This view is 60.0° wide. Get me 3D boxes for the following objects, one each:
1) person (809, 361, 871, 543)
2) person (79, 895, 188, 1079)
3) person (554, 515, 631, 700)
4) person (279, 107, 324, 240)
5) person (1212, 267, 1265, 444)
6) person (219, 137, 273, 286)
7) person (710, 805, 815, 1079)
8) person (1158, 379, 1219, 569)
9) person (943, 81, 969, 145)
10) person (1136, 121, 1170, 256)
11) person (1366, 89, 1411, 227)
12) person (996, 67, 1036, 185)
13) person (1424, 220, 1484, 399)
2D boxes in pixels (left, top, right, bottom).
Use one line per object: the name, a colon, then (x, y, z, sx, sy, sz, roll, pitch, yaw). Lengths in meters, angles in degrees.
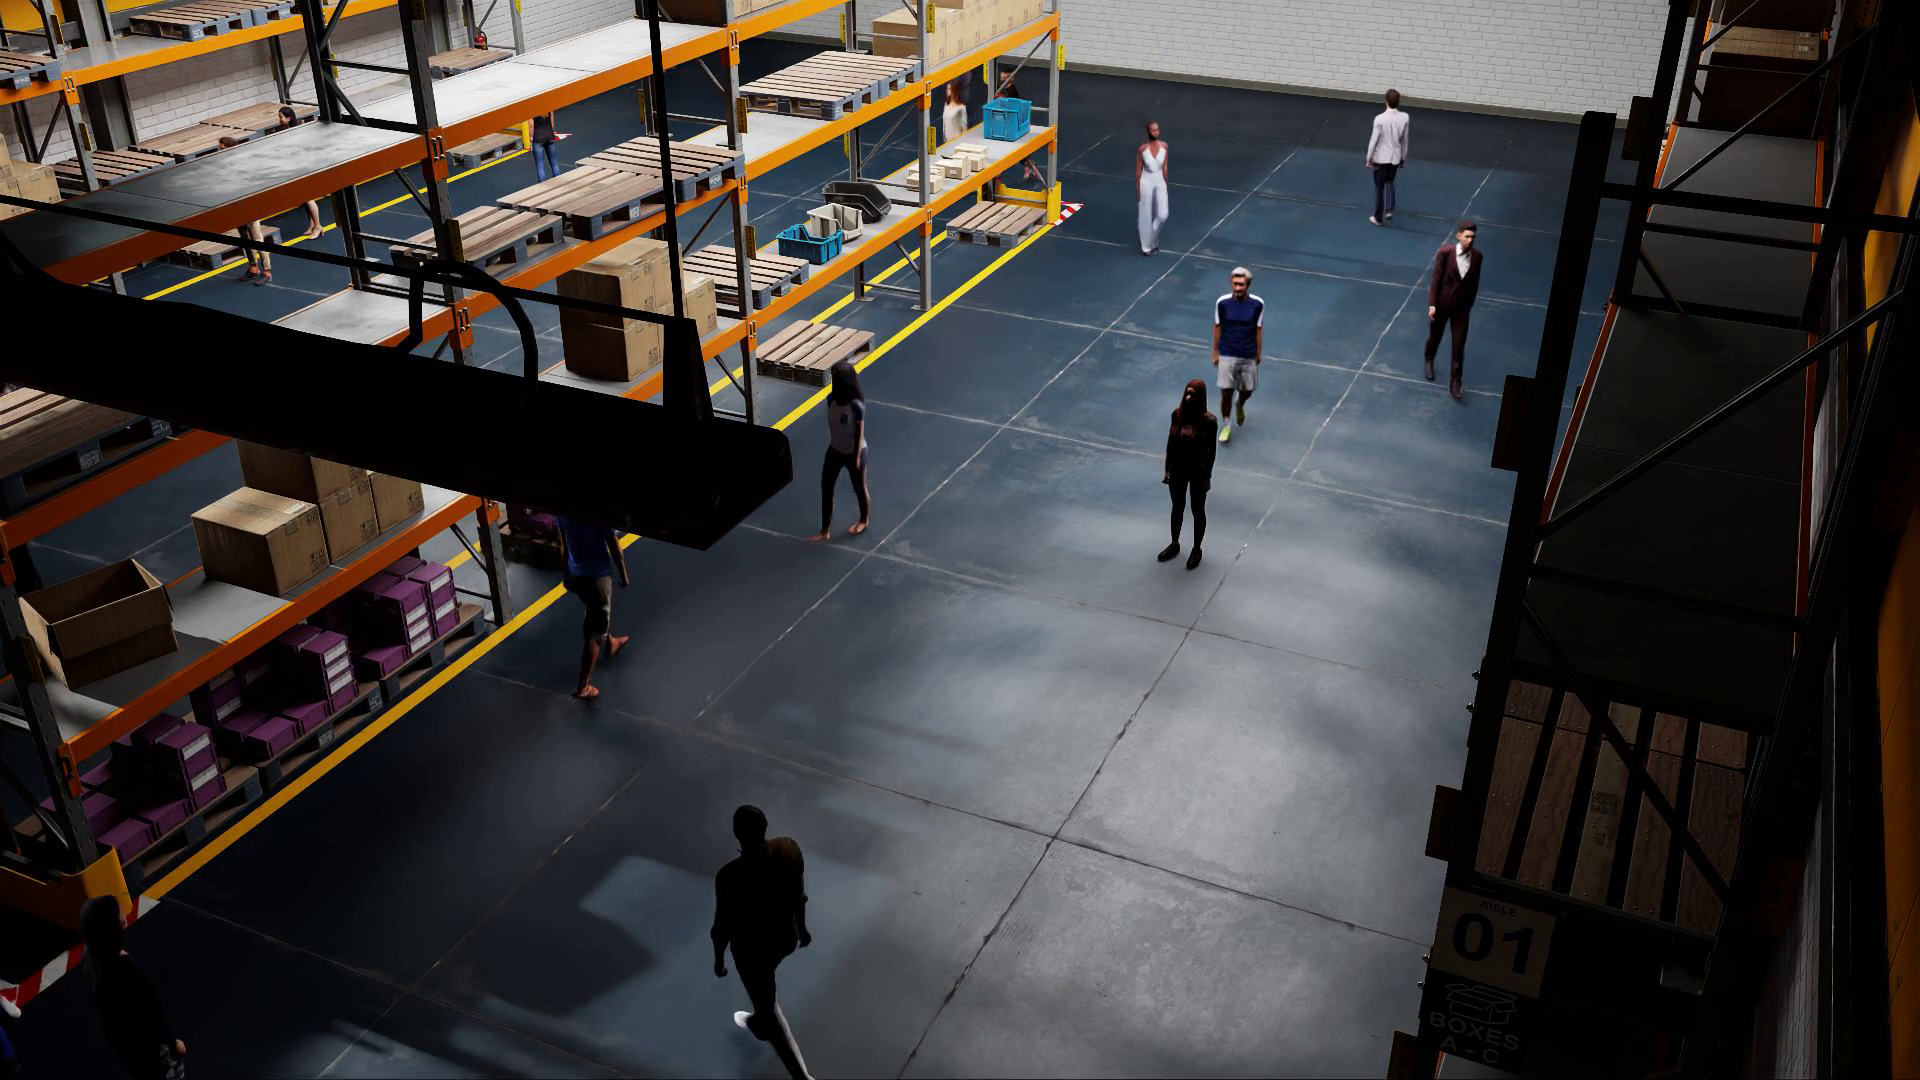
person: (-0.941, -0.814, 14.806, 0.743, 1.684, 0.958, 21, 35, 33)
person: (-4.283, 2.593, 8.530, 0.709, 1.713, 0.981, 18, 33, 29)
person: (-2.828, 0.328, 12.566, 0.735, 1.825, 1.257, 10, 30, 17)
person: (-8.824, -4.908, 22.222, 0.805, 1.769, 0.778, -18, 33, -29)
person: (2.771, -1.858, 16.622, 0.761, 1.779, 0.886, 5, 29, 9)
person: (-8.890, -4.107, 20.667, 0.677, 1.852, 0.588, 19, 34, 31)
person: (-1.020, 2.251, 9.066, 1.195, 1.801, 1.076, -24, 37, -37)
person: (1.996, -0.601, 14.385, 0.620, 1.713, 0.553, 17, 33, 28)
person: (0.006, -5.716, 23.795, 1.089, 1.682, 0.853, -22, 36, -35)
person: (2.459, -4.581, 21.619, 0.766, 1.773, 0.820, -6, 29, -11)
person: (5.847, -5.167, 22.623, 0.814, 1.841, 0.847, -6, 29, -11)
person: (0.753, -6.064, 24.389, 1.171, 1.725, 1.085, -10, 30, -18)
person: (5.219, -2.523, 17.790, 0.954, 1.828, 1.268, 2, 29, 4)
